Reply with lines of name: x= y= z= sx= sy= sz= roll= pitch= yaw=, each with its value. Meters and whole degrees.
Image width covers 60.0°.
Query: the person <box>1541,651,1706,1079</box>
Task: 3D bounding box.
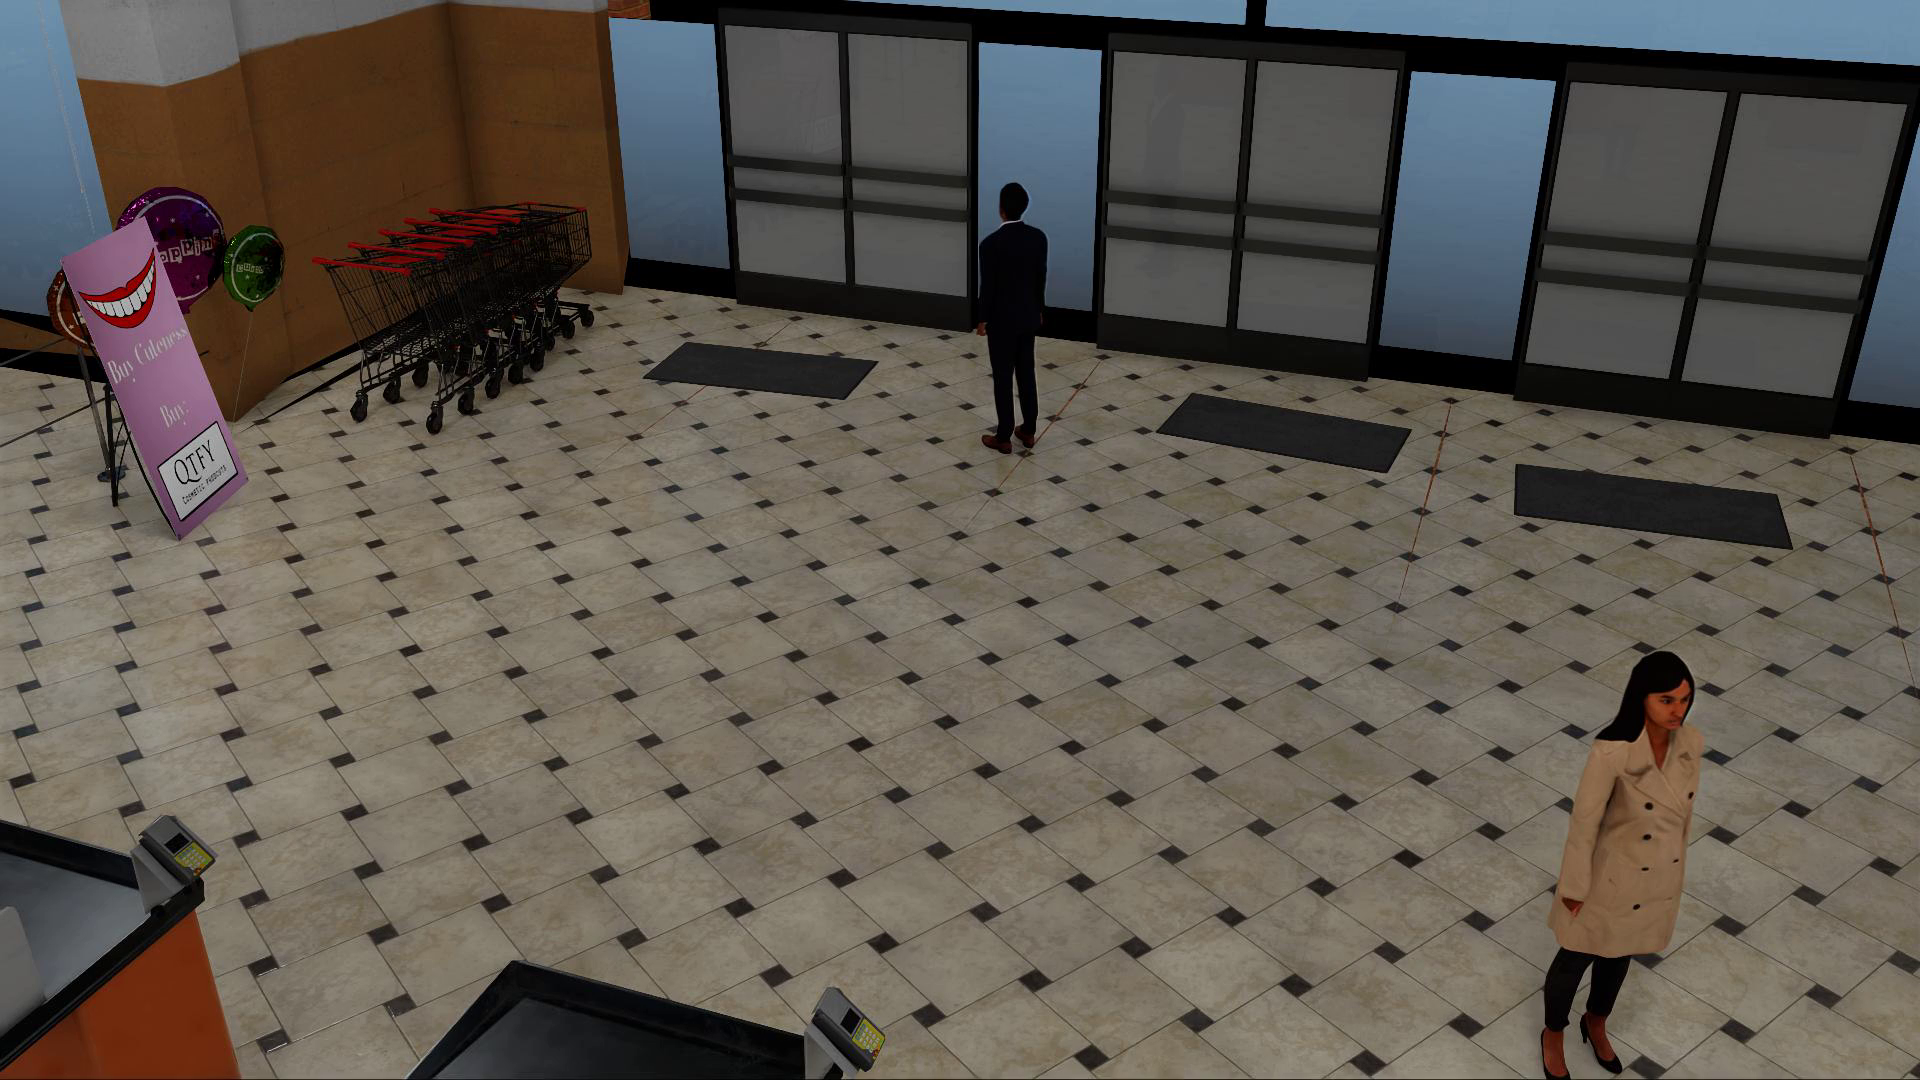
person: x=2.210 y=1.116 z=5.577 sx=0.707 sy=1.682 sz=0.733 roll=-8 pitch=28 yaw=-16

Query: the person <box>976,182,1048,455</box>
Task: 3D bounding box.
person: x=0.328 y=-1.384 z=10.459 sx=0.679 sy=1.725 sz=0.766 roll=-15 pitch=30 yaw=-27
